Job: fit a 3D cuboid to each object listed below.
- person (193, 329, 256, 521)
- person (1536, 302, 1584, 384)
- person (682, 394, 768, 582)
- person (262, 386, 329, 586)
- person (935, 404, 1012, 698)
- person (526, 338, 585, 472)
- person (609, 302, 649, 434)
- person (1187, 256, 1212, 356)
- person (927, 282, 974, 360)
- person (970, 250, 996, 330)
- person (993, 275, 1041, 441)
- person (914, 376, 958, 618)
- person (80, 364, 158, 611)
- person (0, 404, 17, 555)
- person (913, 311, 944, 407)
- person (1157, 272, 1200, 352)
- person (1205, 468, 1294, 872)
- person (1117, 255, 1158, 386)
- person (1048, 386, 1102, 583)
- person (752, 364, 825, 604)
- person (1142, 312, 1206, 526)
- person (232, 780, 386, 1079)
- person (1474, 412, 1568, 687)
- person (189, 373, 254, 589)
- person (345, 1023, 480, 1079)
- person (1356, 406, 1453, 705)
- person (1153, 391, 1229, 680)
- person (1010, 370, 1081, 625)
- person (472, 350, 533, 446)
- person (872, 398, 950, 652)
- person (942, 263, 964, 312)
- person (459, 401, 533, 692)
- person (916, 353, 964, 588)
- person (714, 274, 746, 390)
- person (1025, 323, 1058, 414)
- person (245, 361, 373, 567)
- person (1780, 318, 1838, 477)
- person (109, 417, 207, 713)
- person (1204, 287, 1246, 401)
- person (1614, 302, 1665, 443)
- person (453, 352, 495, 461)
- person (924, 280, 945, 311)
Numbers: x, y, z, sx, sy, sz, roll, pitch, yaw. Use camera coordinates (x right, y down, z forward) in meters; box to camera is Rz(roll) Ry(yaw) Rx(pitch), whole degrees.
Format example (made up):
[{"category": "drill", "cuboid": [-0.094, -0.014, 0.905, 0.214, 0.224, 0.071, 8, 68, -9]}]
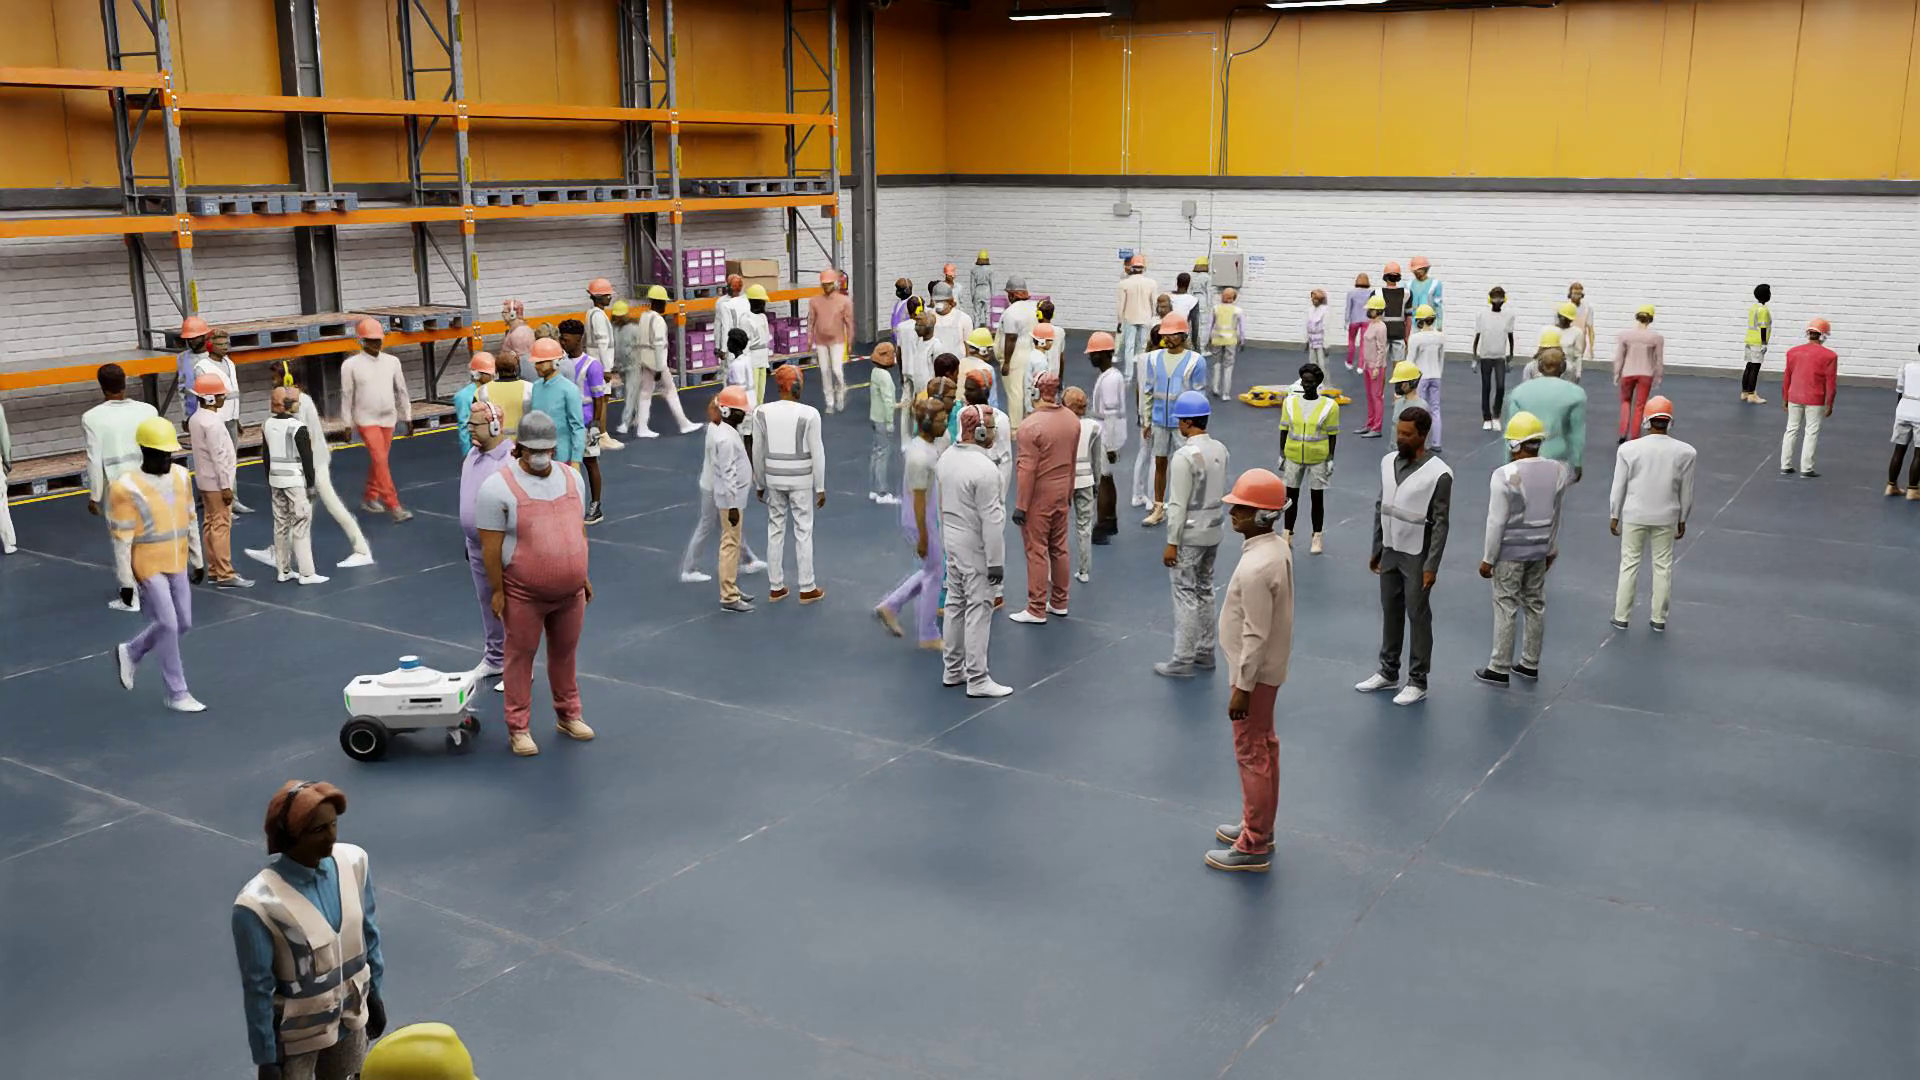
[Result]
[{"category": "person", "cuboid": [-7.154, -1.119, 16.092, 0.384, 1.843, 0.570, 1, 13, 4]}, {"category": "person", "cuboid": [7.456, -2.124, 20.746, 0.548, 1.715, 0.804, 4, 13, 15]}, {"category": "person", "cuboid": [-1.953, -0.426, 13.657, 0.752, 1.577, 0.513, -1, 13, -4]}, {"category": "person", "cuboid": [-5.470, -0.442, 13.608, 0.523, 1.636, 0.311, 7, 15, 27]}, {"category": "person", "cuboid": [0.106, 0.066, 10.814, 0.401, 1.906, 0.649, -7, 15, -29]}, {"category": "person", "cuboid": [-3.406, -0.704, 13.963, 0.623, 1.990, 0.397, 11, 17, 39]}, {"category": "person", "cuboid": [-4.259, -2.230, 21.294, 0.529, 1.671, 0.973, 6, 14, 23]}, {"category": "person", "cuboid": [4.235, -4.131, 29.383, 0.487, 1.741, 0.314, 9, 16, 35]}, {"category": "person", "cuboid": [-0.202, -2.024, 19.587, 0.685, 2.000, 0.535, 2, 13, 10]}, {"category": "person", "cuboid": [0.438, -4.582, 31.332, 0.484, 1.744, 0.295, 4, 13, 15]}, {"category": "person", "cuboid": [0.674, -2.259, 20.607, 0.536, 2.000, 0.688, 8, 15, 32]}, {"category": "person", "cuboid": [-0.181, -0.328, 12.676, 0.349, 1.838, 0.505, -4, 13, -16]}, {"category": "person", "cuboid": [-6.423, -0.403, 12.835, 0.375, 1.912, 0.598, 8, 15, 32]}, {"category": "person", "cuboid": [-8.563, -0.651, 14.512, 0.523, 1.638, 0.311, -10, 16, -36]}, {"category": "person", "cuboid": [-0.355, -1.544, 17.932, 0.334, 1.843, 0.513, -7, 15, -27]}, {"category": "person", "cuboid": [3.082, -2.814, 23.371, 0.604, 1.881, 0.815, 9, 16, 34]}, {"category": "person", "cuboid": [1.438, 0.633, 8.154, 0.369, 1.996, 0.622, 5, 14, 19]}, {"category": "person", "cuboid": [2.708, -3.357, 25.467, 0.624, 1.992, 0.390, -1, 13, -6]}, {"category": "person", "cuboid": [0.918, -0.439, 13.612, 0.519, 1.631, 0.313, -4, 13, -15]}, {"category": "person", "cuboid": [-1.330, -0.435, 13.030, 0.586, 1.884, 0.340, 4, 14, 16]}, {"category": "person", "cuboid": [1.994, -1.116, 15.644, 0.612, 2.043, 0.374, 7, 15, 29]}, {"category": "person", "cuboid": [-1.989, 1.514, 5.146, 0.317, 1.632, 0.513, 6, 14, 24]}, {"category": "person", "cuboid": [3.689, 0.063, 10.993, 0.588, 1.831, 0.404, -6, 14, -23]}, {"category": "person", "cuboid": [-6.034, -0.485, 13.534, 0.327, 1.753, 0.562, -10, 16, -38]}, {"category": "person", "cuboid": [-1.108, 1.832, 3.486, 0.338, 1.761, 0.525, -2, 13, -10]}, {"category": "person", "cuboid": [2.881, 0.089, 10.686, 0.392, 1.921, 0.593, -7, 15, -29]}, {"category": "person", "cuboid": [1.567, -0.036, 11.202, 0.418, 1.934, 0.618, 9, 16, 35]}, {"category": "person", "cuboid": [0.614, -0.321, 12.492, 0.409, 1.906, 0.652, 11, 17, 40]}, {"category": "person", "cuboid": [-3.853, -0.722, 14.375, 0.621, 1.845, 0.429, -1, 13, -6]}, {"category": "person", "cuboid": [-0.295, -0.099, 11.695, 0.534, 1.827, 0.533, 0, 13, -1]}, {"category": "person", "cuboid": [-0.175, -3.656, 27.293, 0.571, 1.749, 0.343, -7, 15, -28]}, {"category": "person", "cuboid": [-3.072, 0.036, 10.944, 0.642, 1.909, 0.409, 11, 17, 40]}, {"category": "person", "cuboid": [-0.147, -0.566, 13.542, 0.392, 1.914, 0.589, -9, 16, -35]}, {"category": "person", "cuboid": [-3.072, -2.680, 22.763, 0.657, 1.893, 0.400, -9, 16, -34]}, {"category": "person", "cuboid": [0.865, -1.429, 17.653, 0.344, 1.743, 0.564, 0, 13, -2]}, {"category": "person", "cuboid": [-5.548, -0.623, 14.066, 1.034, 1.790, 0.540, -5, 14, -21]}, {"category": "person", "cuboid": [9.306, -1.555, 18.212, 0.352, 1.739, 0.574, -10, 16, -36]}, {"category": "person", "cuboid": [-5.125, 0.145, 10.506, 0.710, 1.899, 0.621, 4, 14, 18]}, {"category": "person", "cuboid": [3.836, -2.827, 23.987, 0.564, 1.615, 0.561, 5, 14, 22]}, {"category": "person", "cuboid": [8.169, -1.978, 20.005, 0.549, 1.744, 0.527, 8, 15, 30]}, {"category": "person", "cuboid": [-4.291, -0.835, 15.060, 0.333, 1.749, 0.572, 8, 15, 31]}, {"category": "person", "cuboid": [-0.323, -2.299, 20.973, 0.373, 1.958, 0.599, -5, 14, -21]}]
